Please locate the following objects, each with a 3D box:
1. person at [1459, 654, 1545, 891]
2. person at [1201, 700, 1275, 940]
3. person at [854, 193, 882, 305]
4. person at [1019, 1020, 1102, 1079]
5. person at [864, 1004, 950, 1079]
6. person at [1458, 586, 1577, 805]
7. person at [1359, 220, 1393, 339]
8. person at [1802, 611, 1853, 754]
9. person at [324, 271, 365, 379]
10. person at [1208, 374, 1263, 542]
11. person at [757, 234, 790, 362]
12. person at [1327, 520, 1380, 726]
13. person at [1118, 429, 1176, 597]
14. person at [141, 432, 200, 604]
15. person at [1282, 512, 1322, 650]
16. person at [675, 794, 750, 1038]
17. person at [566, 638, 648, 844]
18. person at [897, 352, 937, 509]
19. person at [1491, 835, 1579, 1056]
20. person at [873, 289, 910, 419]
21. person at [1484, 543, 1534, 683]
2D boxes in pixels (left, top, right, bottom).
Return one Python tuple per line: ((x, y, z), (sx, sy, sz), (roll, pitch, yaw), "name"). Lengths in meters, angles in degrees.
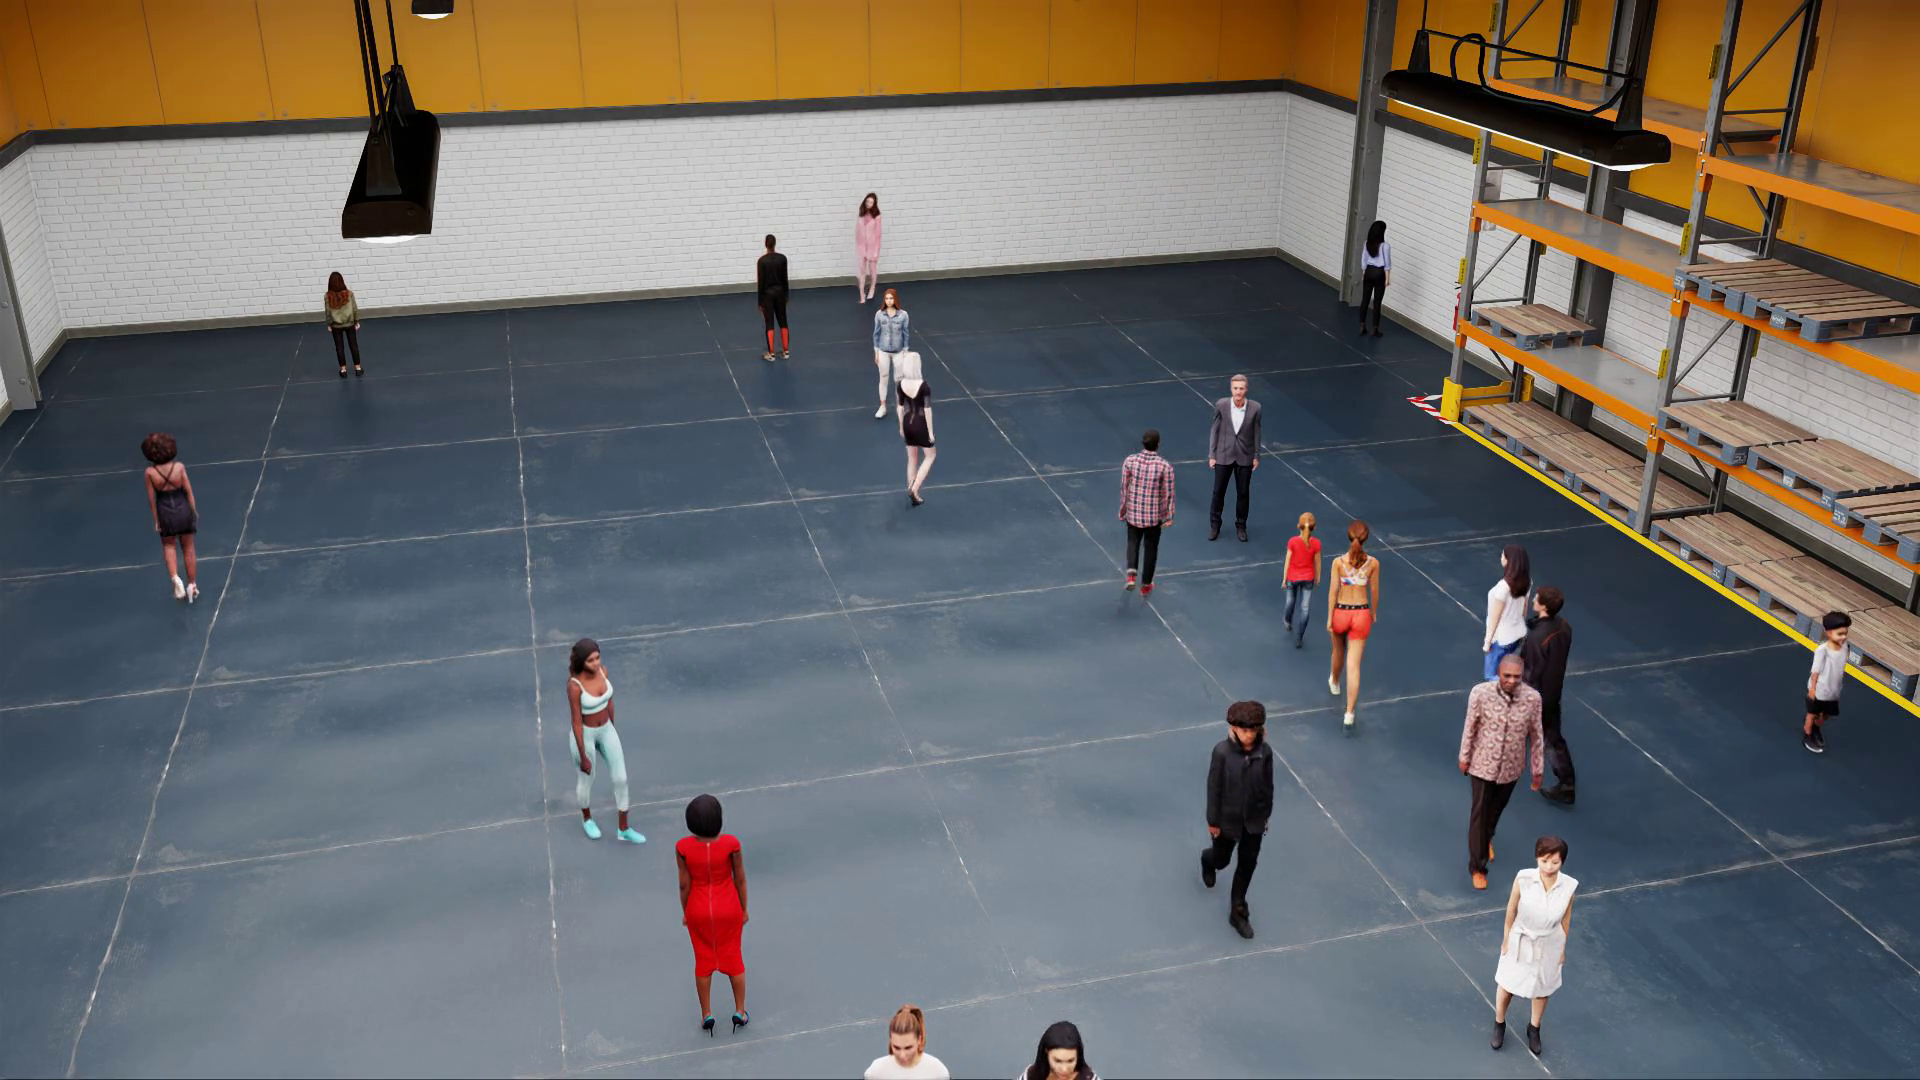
((3.922, 1.600, 12.170), (0.969, 1.767, 1.239), (2, 24, 4), "person")
((1.912, 1.869, 11.559), (0.650, 1.762, 0.958), (-4, 24, -9), "person")
((-1.452, -4.661, 26.510), (0.924, 1.753, 1.067), (10, 25, 21), "person")
((0.503, 3.158, 8.600), (0.667, 1.772, 0.841), (-3, 24, -7), "person")
((-0.284, 3.164, 8.651), (0.657, 1.719, 0.606), (0, 24, -1), "person")
((4.587, 1.253, 12.939), (1.104, 1.787, 1.295), (-22, 32, -40), "person")
((6.173, -3.896, 24.772), (0.791, 1.743, 0.664), (-21, 31, -39), "person")
((7.165, 1.149, 13.844), (0.490, 1.251, 0.490), (-6, 24, -14), "person")
((-8.553, -2.996, 23.046), (0.612, 1.475, 0.535), (-9, 25, -20), "person")
((2.936, -0.900, 17.795), (0.795, 1.842, 0.742), (2, 24, 5), "person")
((-2.661, -3.466, 23.708), (0.675, 1.807, 0.599), (-11, 26, -24), "person")
((3.340, 0.742, 14.160), (0.908, 1.743, 1.237), (3, 24, 8), "person")
((1.806, -0.240, 16.398), (0.852, 1.752, 0.883), (8, 25, 17), "person")
((-7.653, -0.180, 16.227), (0.599, 1.778, 0.702), (-10, 26, -22), "person")
((3.183, 0.397, 15.520), (0.703, 1.288, 0.872), (4, 24, 9), "person")
((-1.547, 2.359, 10.463), (0.604, 1.743, 0.551), (-2, 24, -4), "person")
((-2.802, 1.487, 12.504), (0.955, 1.706, 0.841), (19, 30, 37), "person")
((-0.519, -1.178, 18.455), (0.782, 1.822, 0.842), (12, 26, 26), "person")
((3.578, 2.505, 10.362), (0.636, 1.556, 0.651), (5, 24, 11), "person")
((-0.885, -2.414, 21.431), (0.671, 1.703, 0.618), (1, 24, 3), "person")
((4.647, 0.878, 13.955), (0.872, 1.658, 1.030), (-20, 31, -39), "person")
